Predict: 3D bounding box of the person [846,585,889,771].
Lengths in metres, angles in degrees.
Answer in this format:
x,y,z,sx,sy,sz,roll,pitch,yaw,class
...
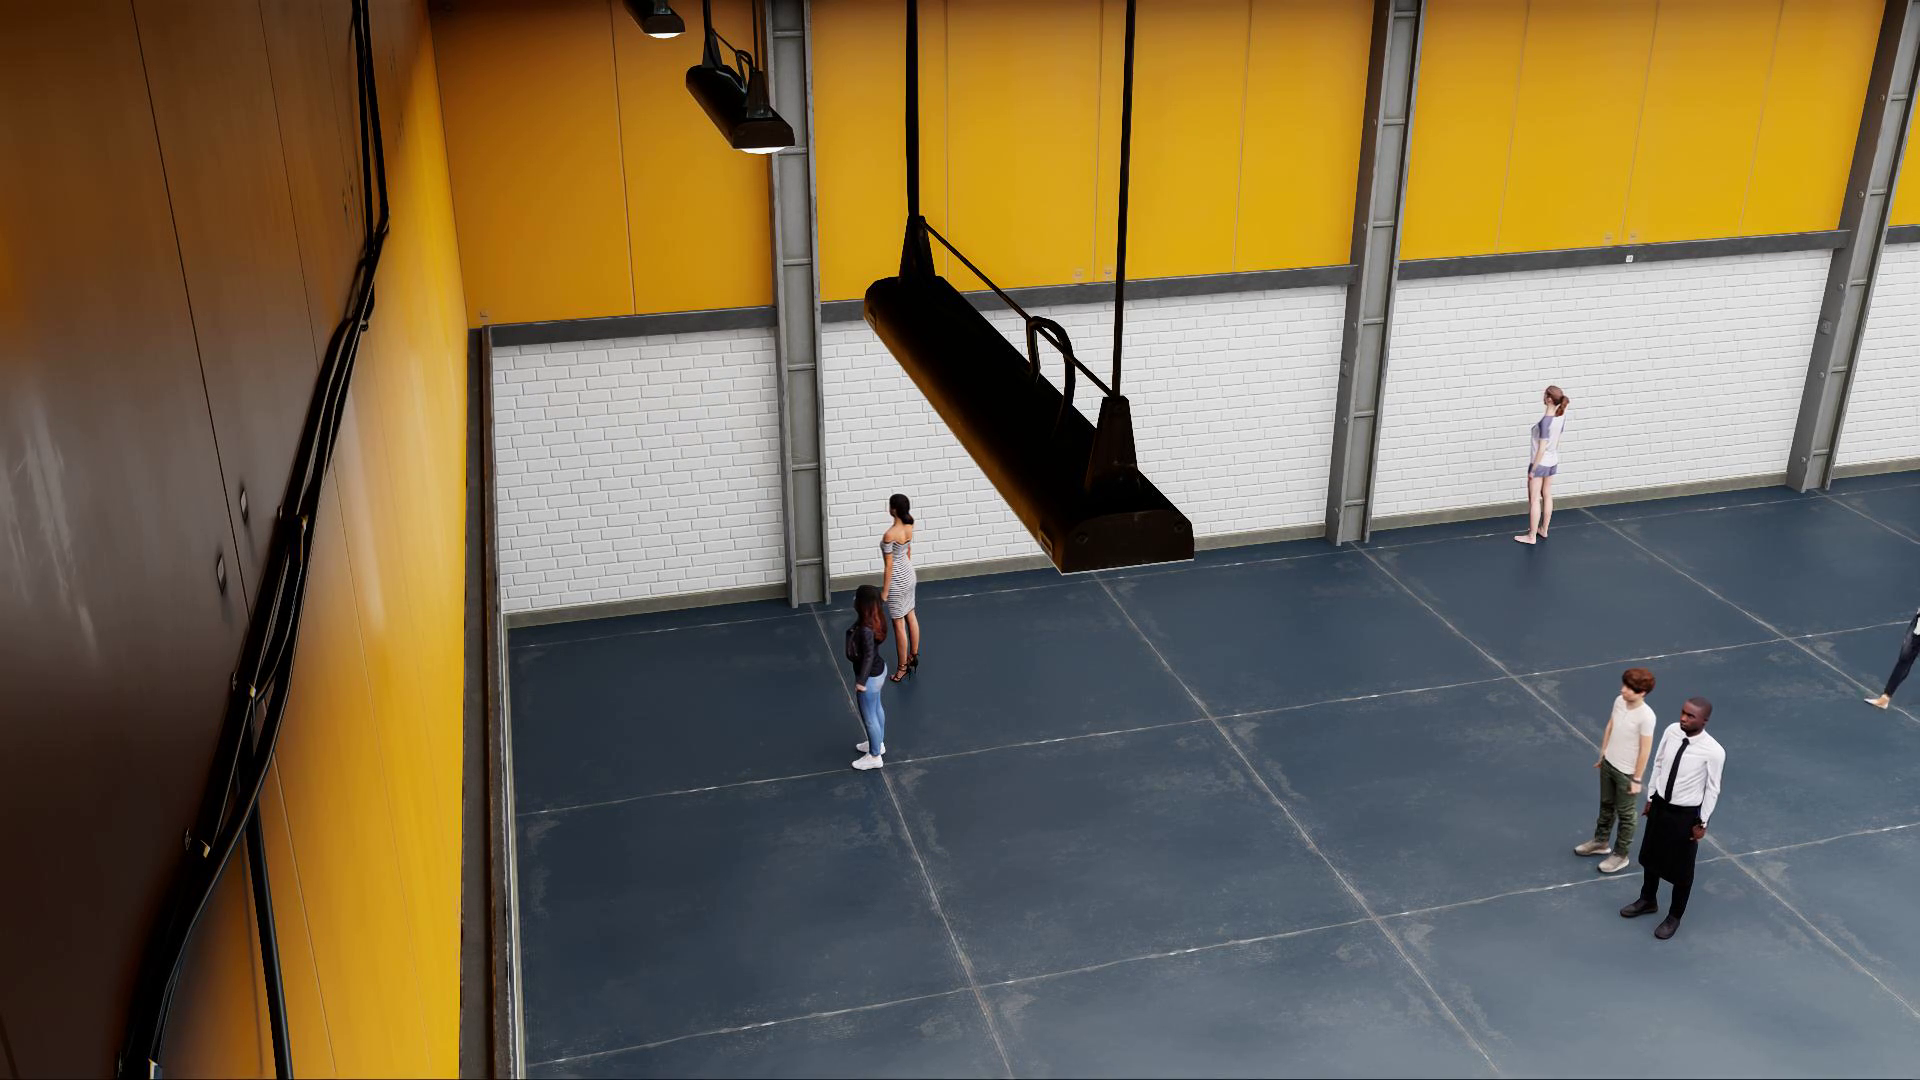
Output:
x,y,z,sx,sy,sz,roll,pitch,yaw,class
-0.749,1.105,13.714,0.684,1.634,0.703,3,24,6,person

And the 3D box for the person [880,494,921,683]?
x,y,z,sx,sy,sz,roll,pitch,yaw,class
-0.526,0.420,15.046,0.733,1.822,0.672,13,27,28,person

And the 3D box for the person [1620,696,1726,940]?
x,y,z,sx,sy,sz,roll,pitch,yaw,class
5.029,1.902,11.638,0.637,1.836,0.697,-14,27,-29,person

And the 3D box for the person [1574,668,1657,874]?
x,y,z,sx,sy,sz,roll,pitch,yaw,class
4.937,1.686,12.359,0.545,1.654,0.580,-7,25,-17,person

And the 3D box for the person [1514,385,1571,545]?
x,y,z,sx,sy,sz,roll,pitch,yaw,class
6.300,-0.823,17.960,0.626,1.766,0.729,-20,30,-38,person
